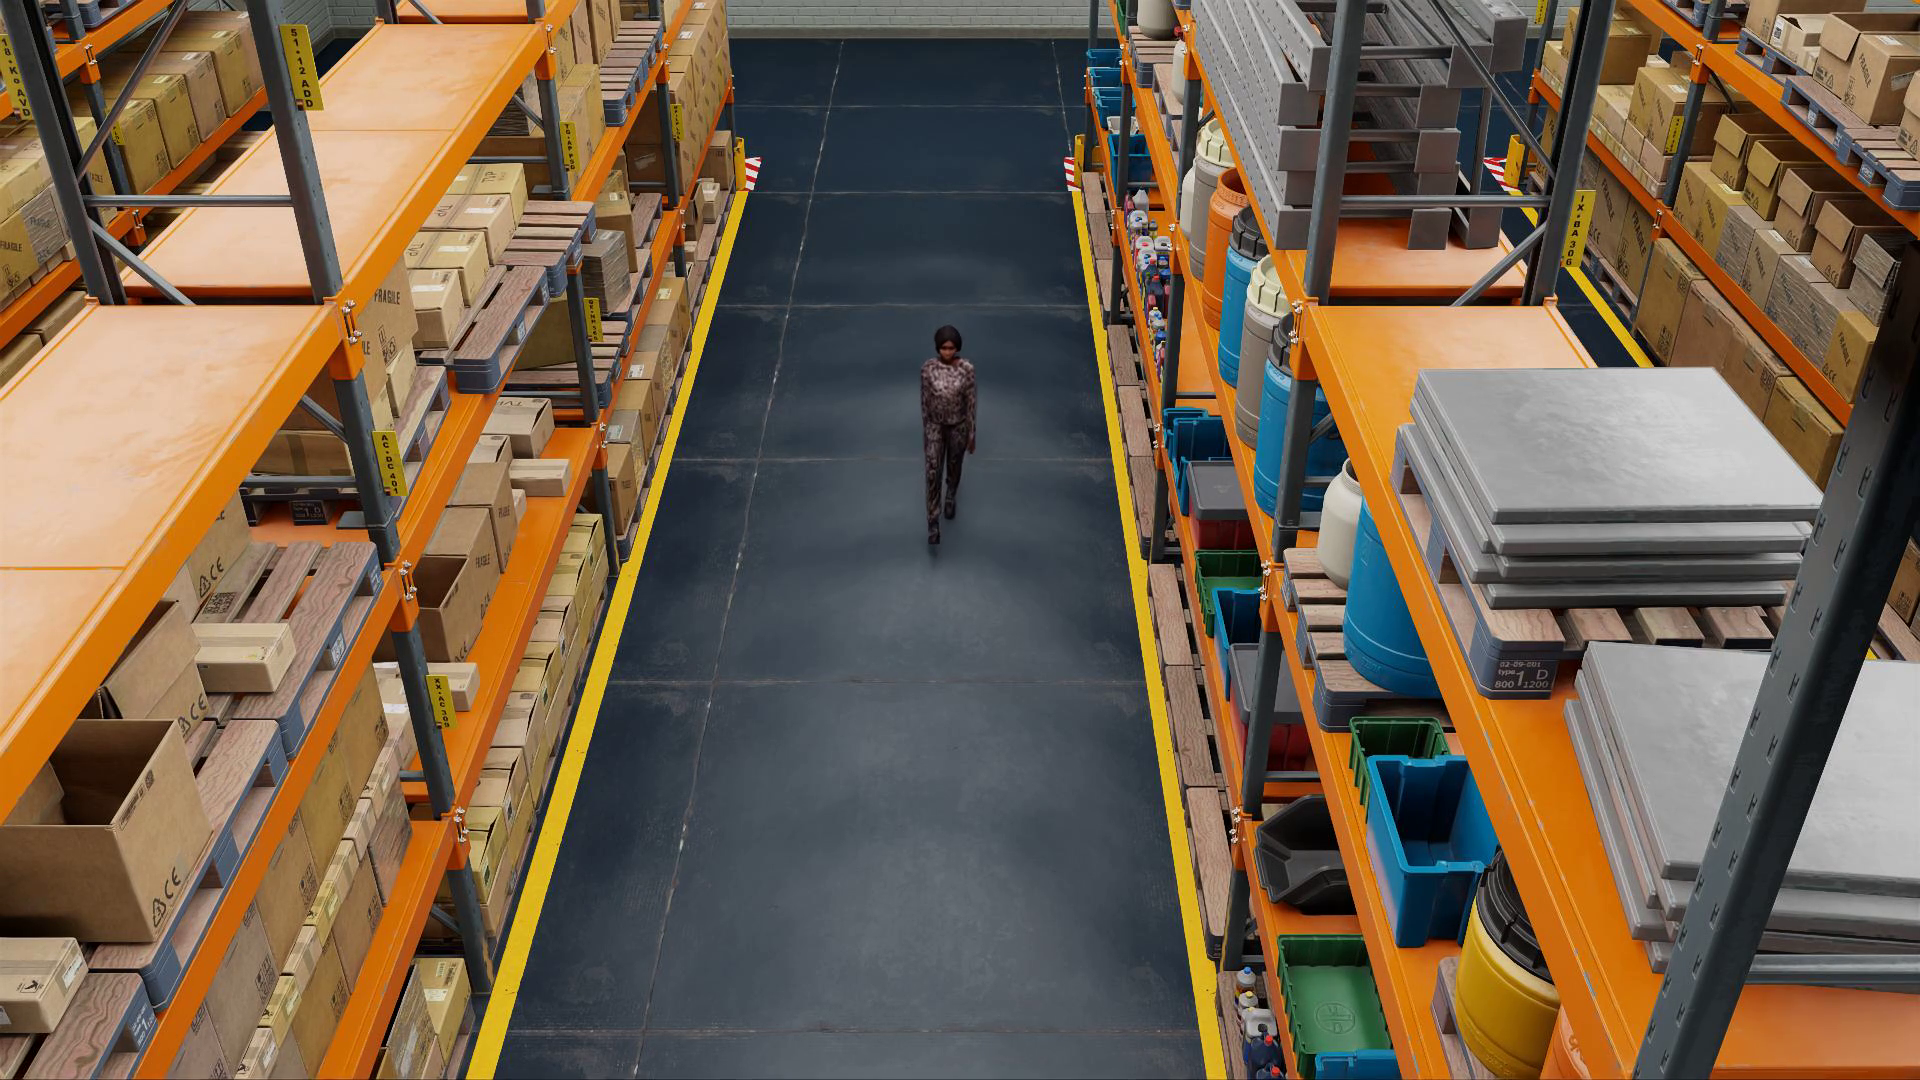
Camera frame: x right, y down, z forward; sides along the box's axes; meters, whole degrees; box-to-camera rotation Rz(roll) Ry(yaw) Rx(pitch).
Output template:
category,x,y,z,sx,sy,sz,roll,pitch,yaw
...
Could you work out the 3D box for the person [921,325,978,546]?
category,x,y,z,sx,sy,sz,roll,pitch,yaw
person,-0.076,-0.861,12.575,0.597,1.675,1.082,2,33,3
